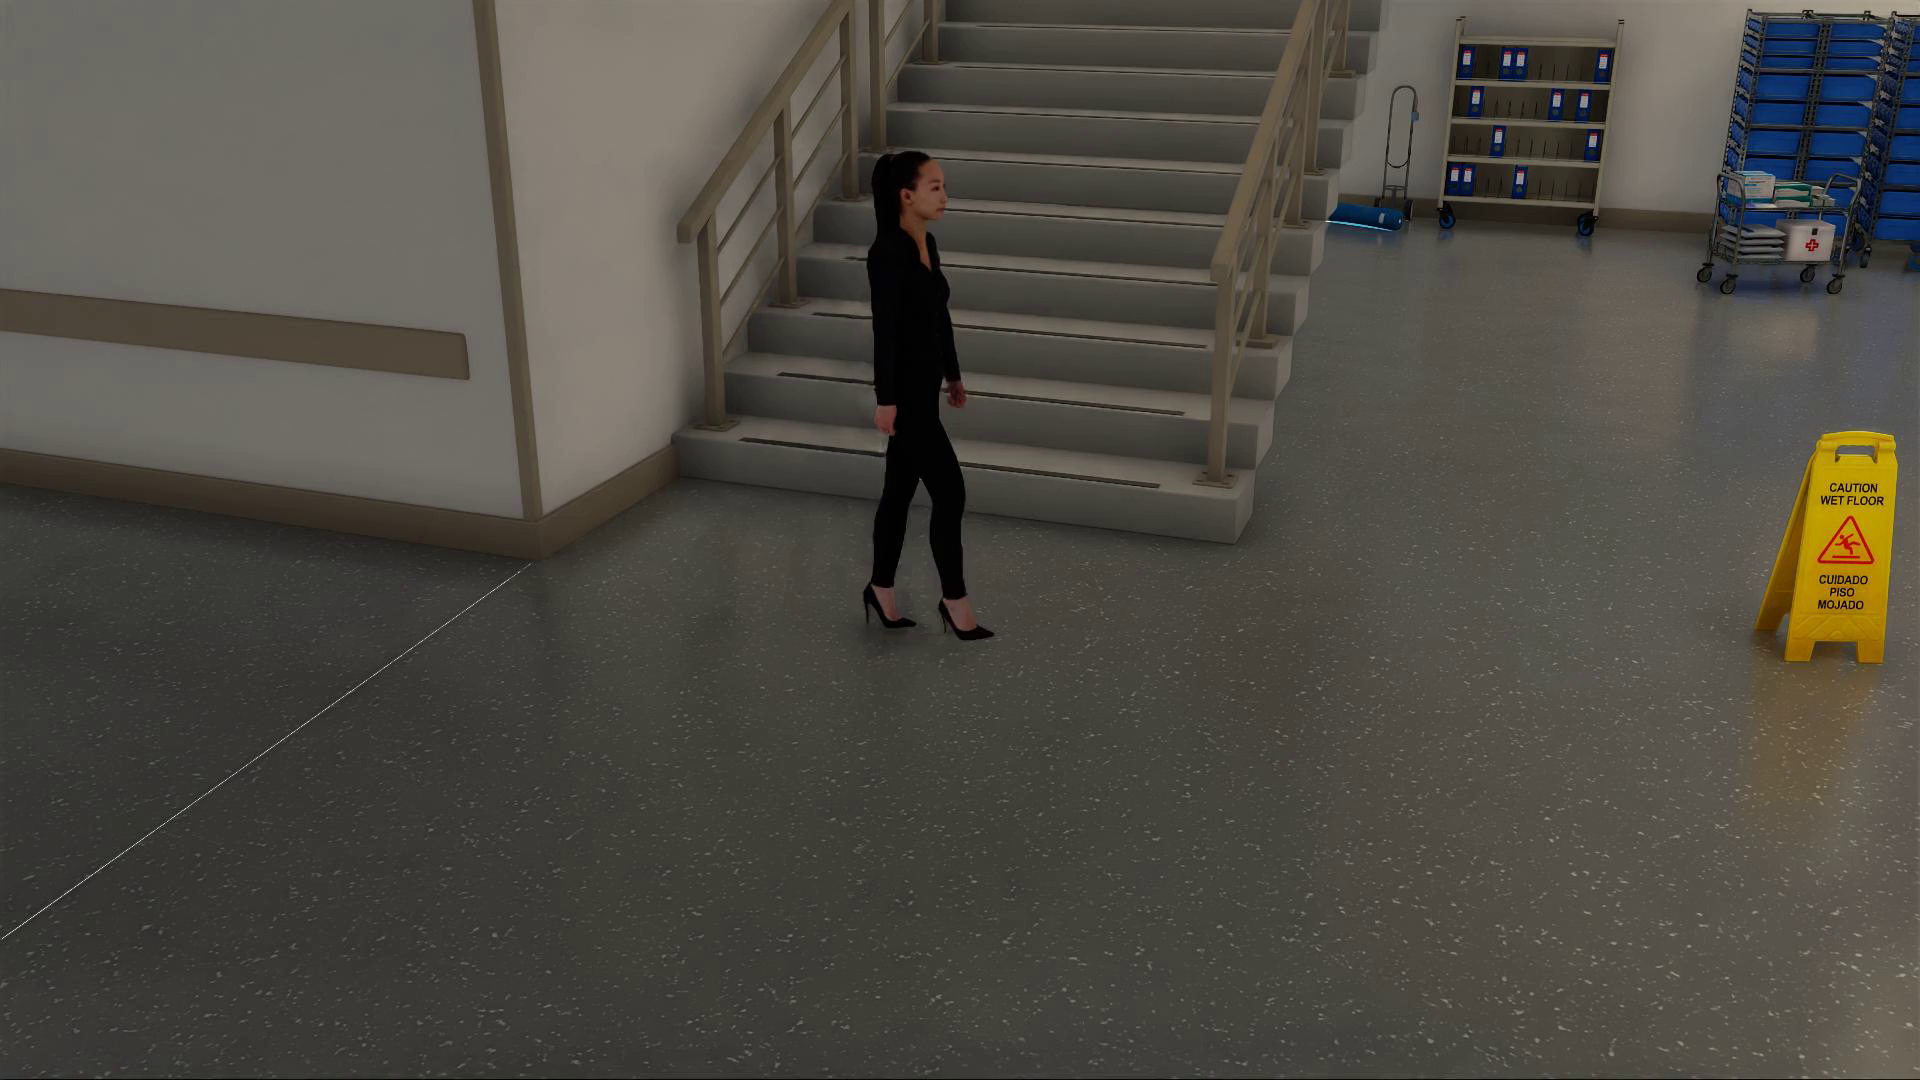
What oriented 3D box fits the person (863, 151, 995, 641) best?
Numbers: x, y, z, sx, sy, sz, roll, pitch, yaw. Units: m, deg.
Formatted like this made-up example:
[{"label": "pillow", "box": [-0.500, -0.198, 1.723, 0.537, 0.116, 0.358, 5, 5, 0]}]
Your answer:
[{"label": "person", "box": [-0.243, -0.471, 5.718, 0.688, 1.699, 0.684, 6, 21, 15]}]
